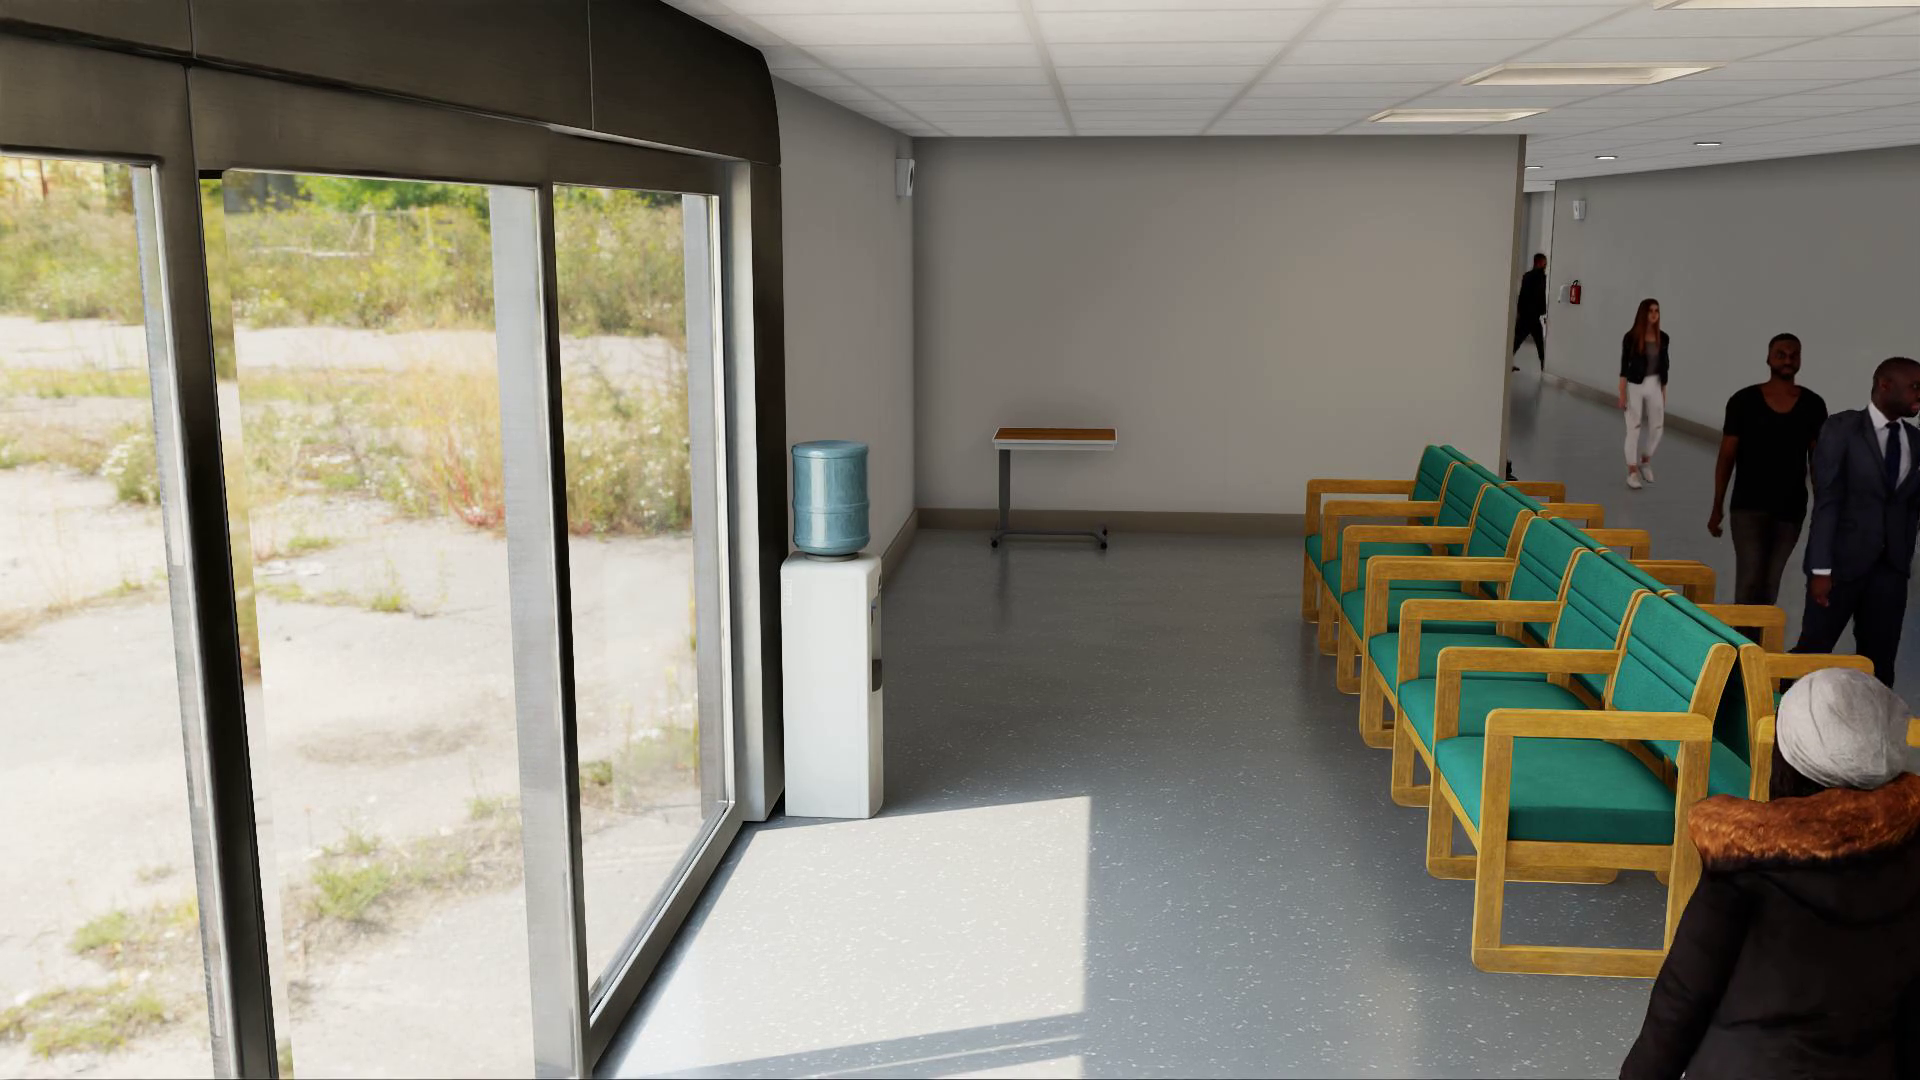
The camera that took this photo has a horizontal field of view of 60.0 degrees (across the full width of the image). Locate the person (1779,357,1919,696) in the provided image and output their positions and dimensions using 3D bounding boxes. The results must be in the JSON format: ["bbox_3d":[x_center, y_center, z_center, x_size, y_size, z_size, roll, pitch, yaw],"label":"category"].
[{"bbox_3d":[3.763,0.130,7.086,1.090,1.785,0.843,0,11,0],"label":"person"}]

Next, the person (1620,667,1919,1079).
[{"bbox_3d":[1.435,1.042,2.791,1.028,1.594,0.844,-2,11,-10],"label":"person"}]

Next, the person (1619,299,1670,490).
[{"bbox_3d":[6.108,-1.319,14.966,0.555,1.694,0.651,1,11,3],"label":"person"}]

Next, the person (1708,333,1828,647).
[{"bbox_3d":[4.206,-0.178,8.700,0.782,1.789,0.798,2,11,12],"label":"person"}]
